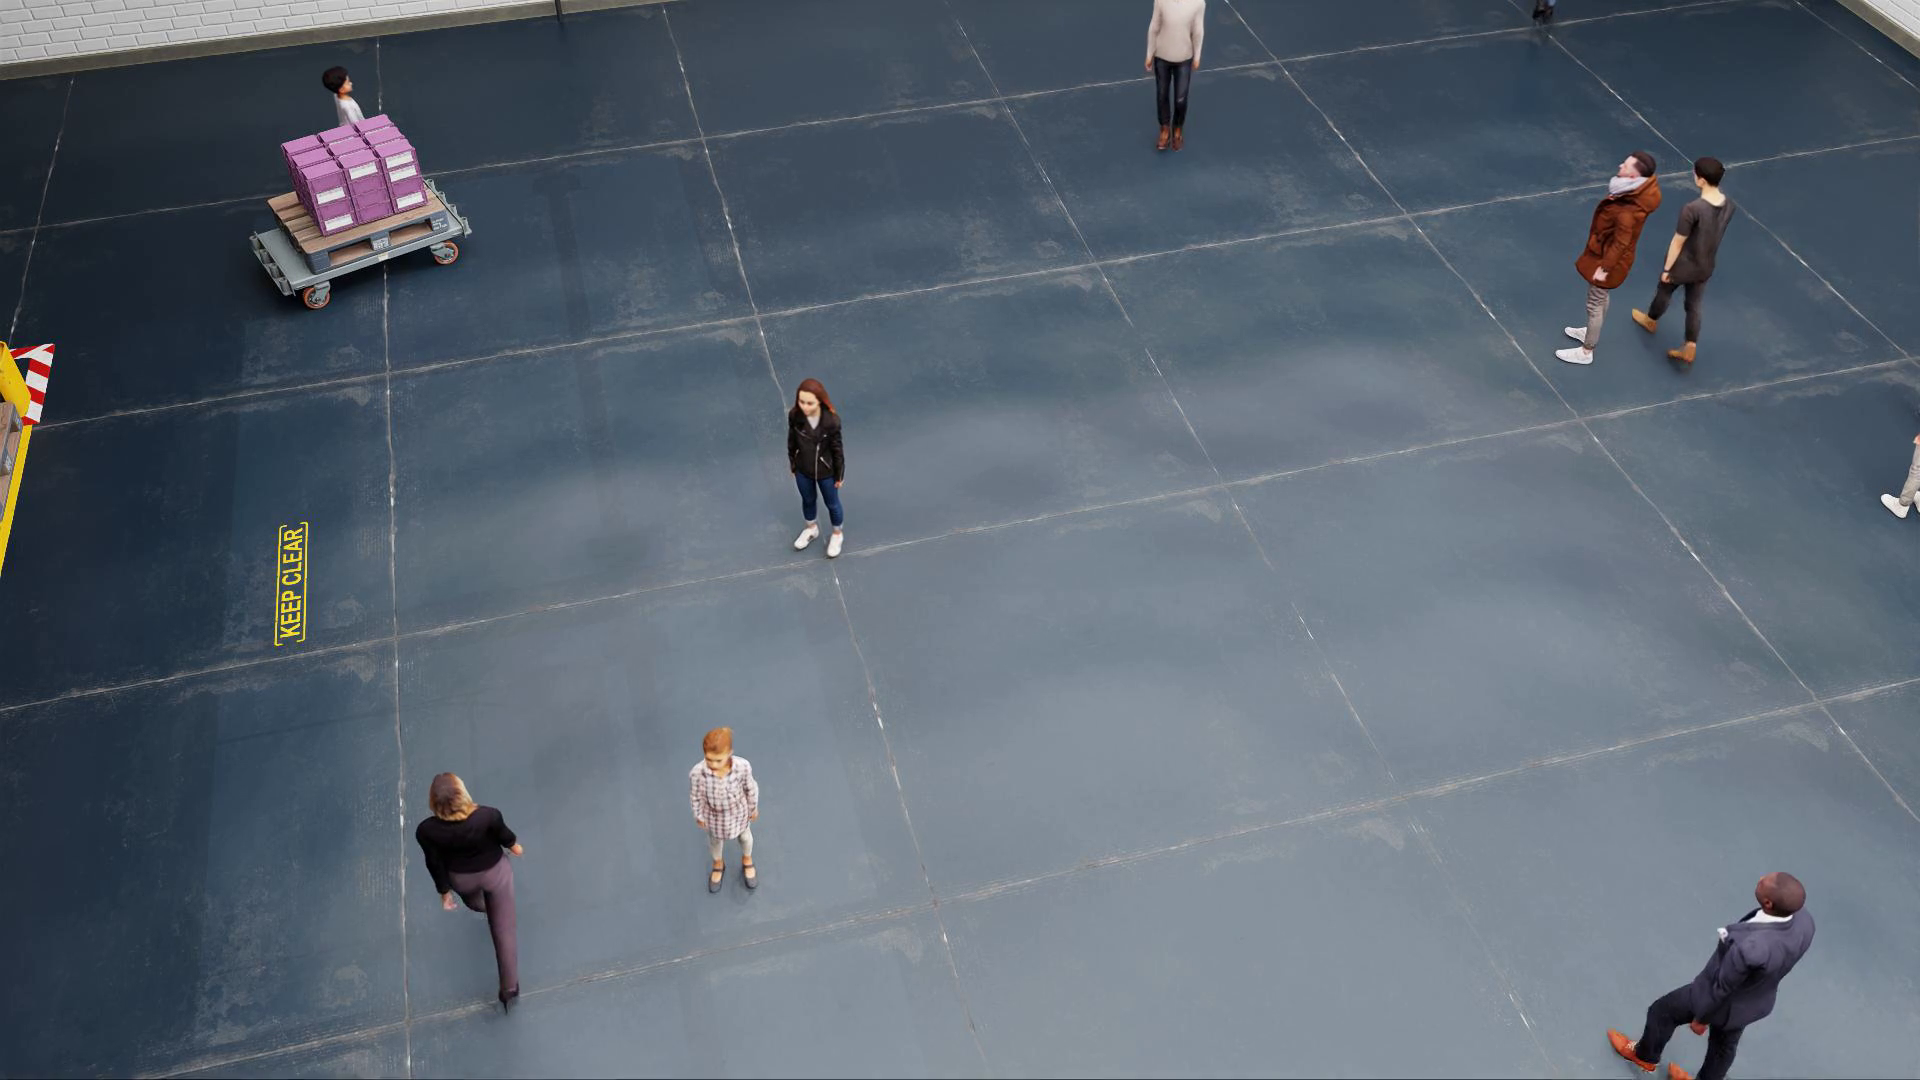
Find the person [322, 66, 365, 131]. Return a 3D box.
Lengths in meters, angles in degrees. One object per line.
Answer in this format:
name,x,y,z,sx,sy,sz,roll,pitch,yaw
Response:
person,-5.426,-3.635,14.856,0.617,1.262,0.529,-27,50,-25

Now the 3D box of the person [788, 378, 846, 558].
person,-0.980,-0.520,11.427,0.635,1.482,0.657,12,45,12

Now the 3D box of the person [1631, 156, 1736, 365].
person,5.763,-2.129,12.982,0.686,1.666,1.063,-7,44,-7

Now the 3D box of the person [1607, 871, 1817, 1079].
person,3.865,2.316,8.219,0.802,1.801,0.882,-19,47,-19

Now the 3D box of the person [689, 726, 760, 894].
person,-1.325,1.505,9.426,0.554,1.310,0.519,-5,44,-5

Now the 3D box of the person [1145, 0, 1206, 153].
person,1.980,-4.502,15.336,0.746,1.856,0.761,12,45,12

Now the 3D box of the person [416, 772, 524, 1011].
person,-2.529,1.880,8.800,0.663,1.631,1.051,-7,44,-7

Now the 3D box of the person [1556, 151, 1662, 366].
person,5.066,-2.199,12.931,0.910,1.839,0.847,21,47,21
